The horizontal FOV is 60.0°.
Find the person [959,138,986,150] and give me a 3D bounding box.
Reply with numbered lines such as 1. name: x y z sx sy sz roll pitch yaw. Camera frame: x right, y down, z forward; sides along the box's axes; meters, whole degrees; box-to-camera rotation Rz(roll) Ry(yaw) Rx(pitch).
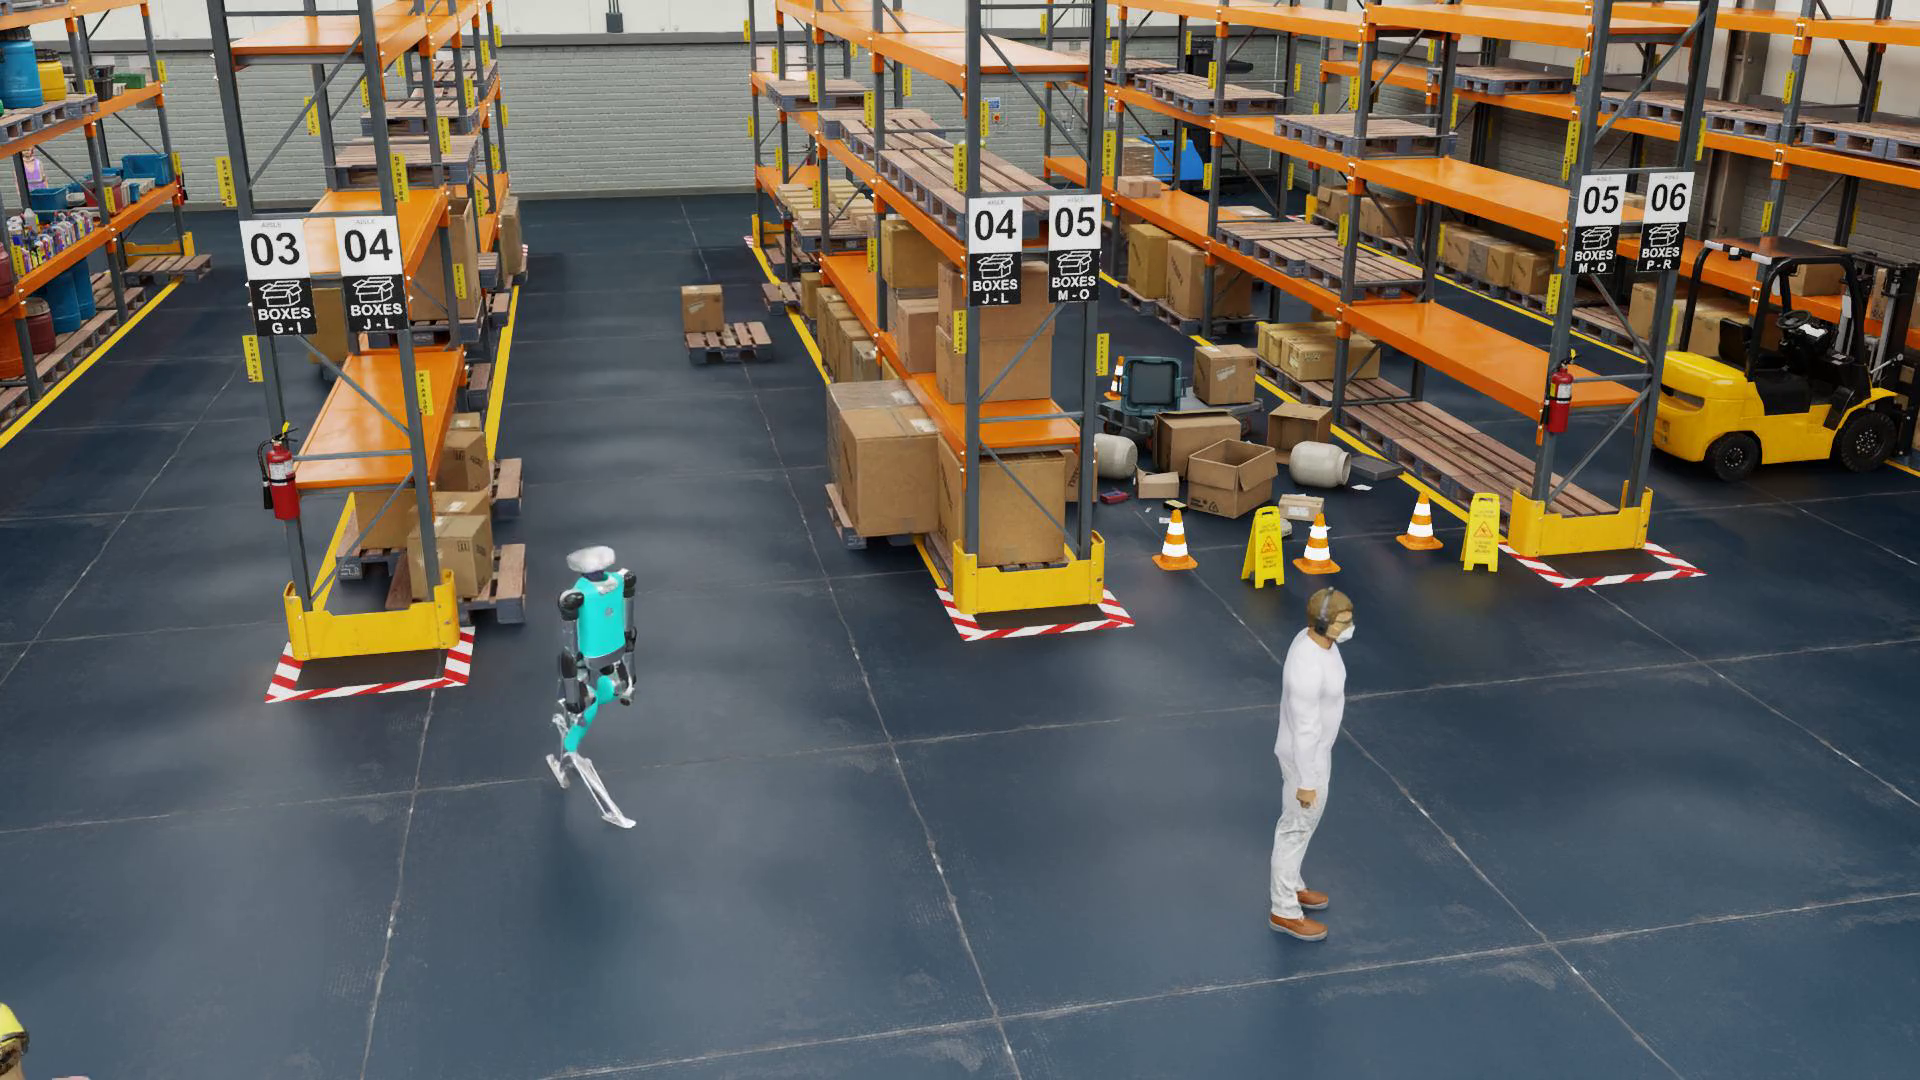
1. person: 0.233 -6.858 30.653 0.531 1.664 0.809 7 21 18

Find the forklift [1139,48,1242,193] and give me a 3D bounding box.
1. forklift: 4.566 -8.313 32.860 1.873 2.768 1.129 -4 21 -12

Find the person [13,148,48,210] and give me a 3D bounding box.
1. person: -15.316 -5.699 27.499 0.483 1.694 0.347 -17 26 -38

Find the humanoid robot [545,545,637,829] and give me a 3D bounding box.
1. humanoid robot: -2.352 0.804 9.941 0.962 1.762 0.539 14 25 34

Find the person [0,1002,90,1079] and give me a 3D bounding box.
1. person: -3.181 2.365 5.765 0.537 1.700 0.895 -8 22 -20

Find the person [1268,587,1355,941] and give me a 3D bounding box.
1. person: 1.830 1.146 8.724 0.351 1.936 0.634 6 21 15

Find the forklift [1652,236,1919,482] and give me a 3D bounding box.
1. forklift: 8.013 -1.814 16.330 2.313 2.155 1.214 -4 21 -12
